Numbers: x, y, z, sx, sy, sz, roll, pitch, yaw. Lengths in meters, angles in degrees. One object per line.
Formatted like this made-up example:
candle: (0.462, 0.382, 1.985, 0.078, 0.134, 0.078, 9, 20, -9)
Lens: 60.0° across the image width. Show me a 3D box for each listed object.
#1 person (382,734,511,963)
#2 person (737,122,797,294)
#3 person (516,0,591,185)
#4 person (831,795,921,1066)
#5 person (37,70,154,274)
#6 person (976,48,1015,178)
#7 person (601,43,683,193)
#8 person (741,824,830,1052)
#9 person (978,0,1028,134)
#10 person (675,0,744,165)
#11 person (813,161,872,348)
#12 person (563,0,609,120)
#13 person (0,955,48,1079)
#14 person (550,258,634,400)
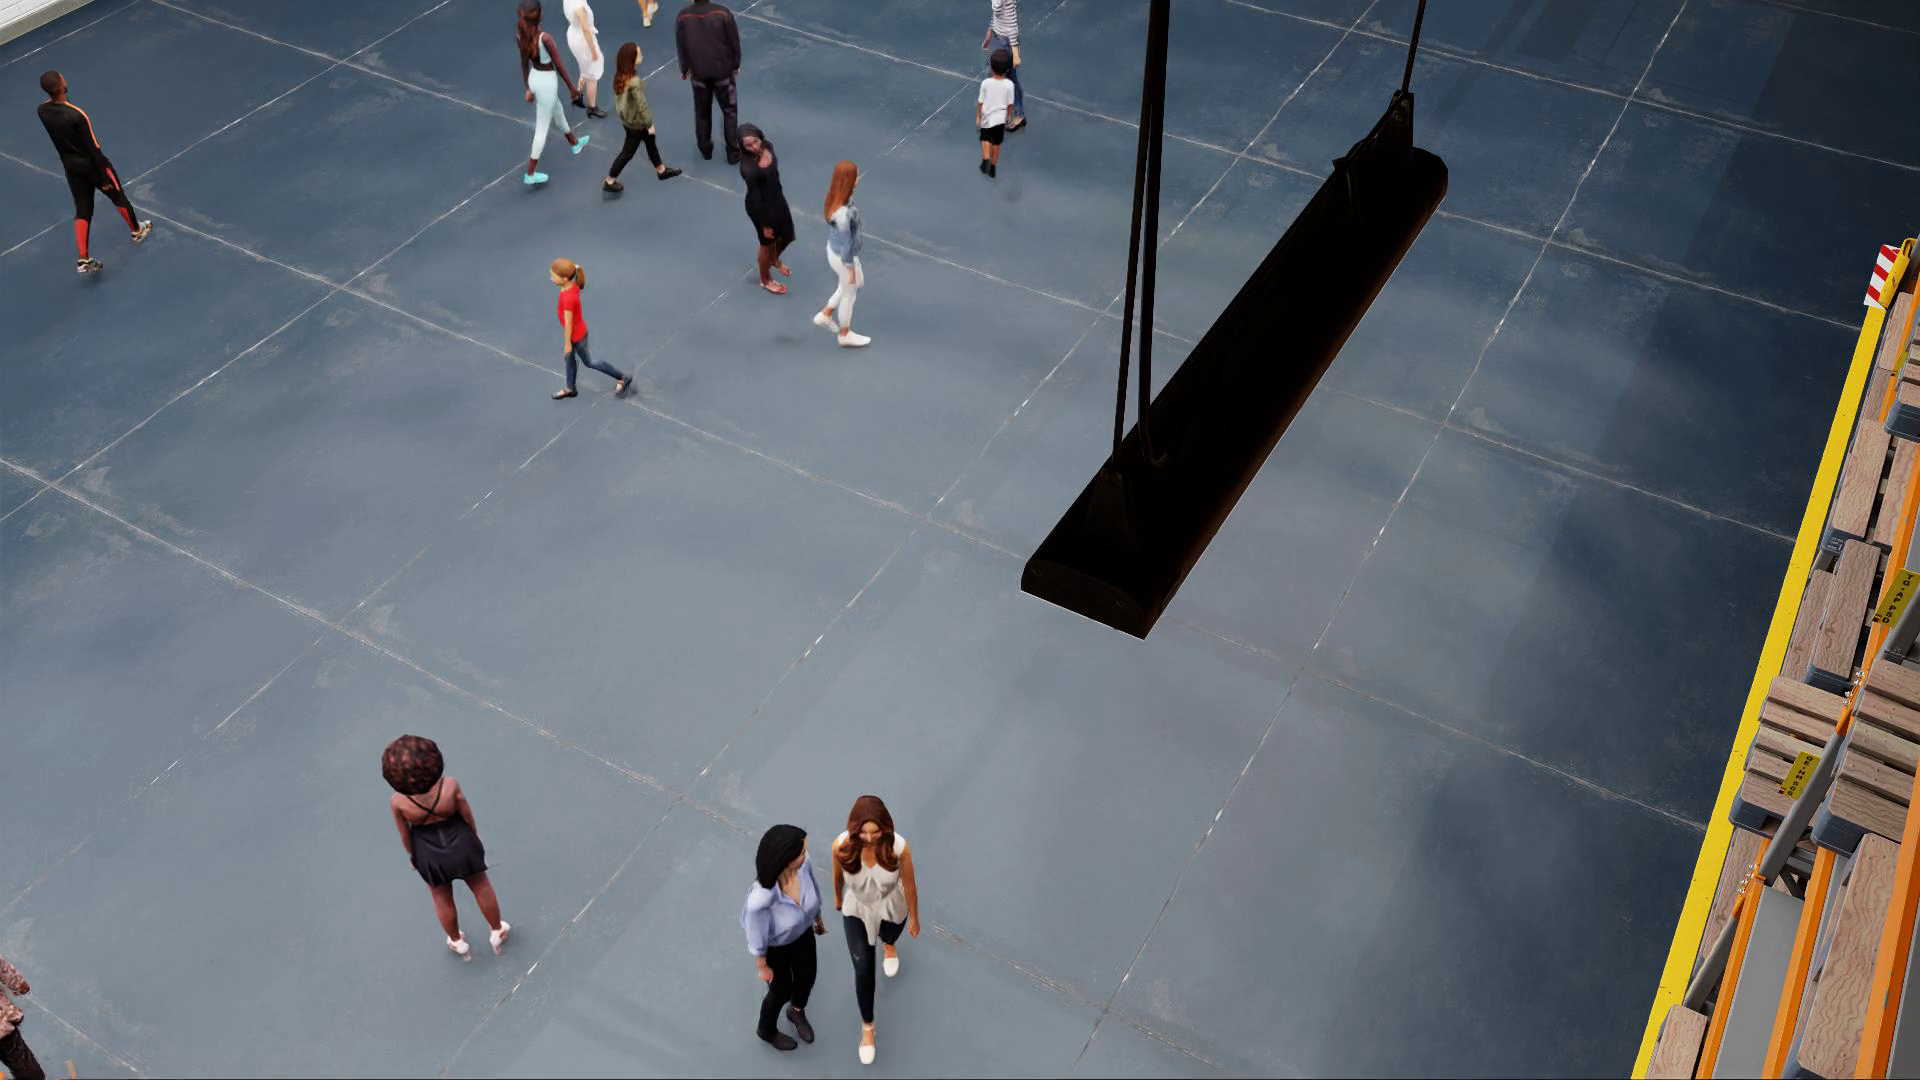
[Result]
person: (-2.816, 1.713, 9.133, 0.636, 1.785, 0.708, -16, 46, -16)
person: (-1.629, -2.760, 13.894, 0.781, 1.692, 0.561, 8, 44, 8)
person: (-3.867, -4.084, 15.295, 0.629, 1.678, 1.193, 25, 49, 24)
person: (-0.438, 1.915, 8.949, 0.960, 1.745, 1.144, 0, 44, 0)
person: (-7.536, -3.124, 14.218, 0.952, 1.774, 1.261, 4, 44, 5)
person: (0.335, -3.915, 15.431, 0.617, 1.245, 0.667, -8, 44, -8)
person: (-3.040, -3.812, 15.182, 1.080, 1.441, 0.978, -19, 47, -19)
person: (-0.956, 2.075, 8.798, 0.546, 1.722, 0.771, -30, 51, -28)
person: (0.527, -4.706, 15.884, 0.842, 1.766, 0.794, -1, 44, -1)
person: (-2.325, -4.379, 15.491, 0.846, 1.834, 0.834, 6, 44, 6)
person: (-1.022, -2.279, 13.393, 0.858, 1.688, 0.797, -5, 44, -5)
person: (-3.720, -4.787, 16.131, 0.774, 1.543, 0.715, -23, 48, -22)
person: (-4.989, 2.433, 8.364, 0.818, 1.801, 0.913, -22, 48, -22)
person: (-2.933, -1.624, 12.997, 0.901, 1.285, 0.852, -10, 44, -10)
